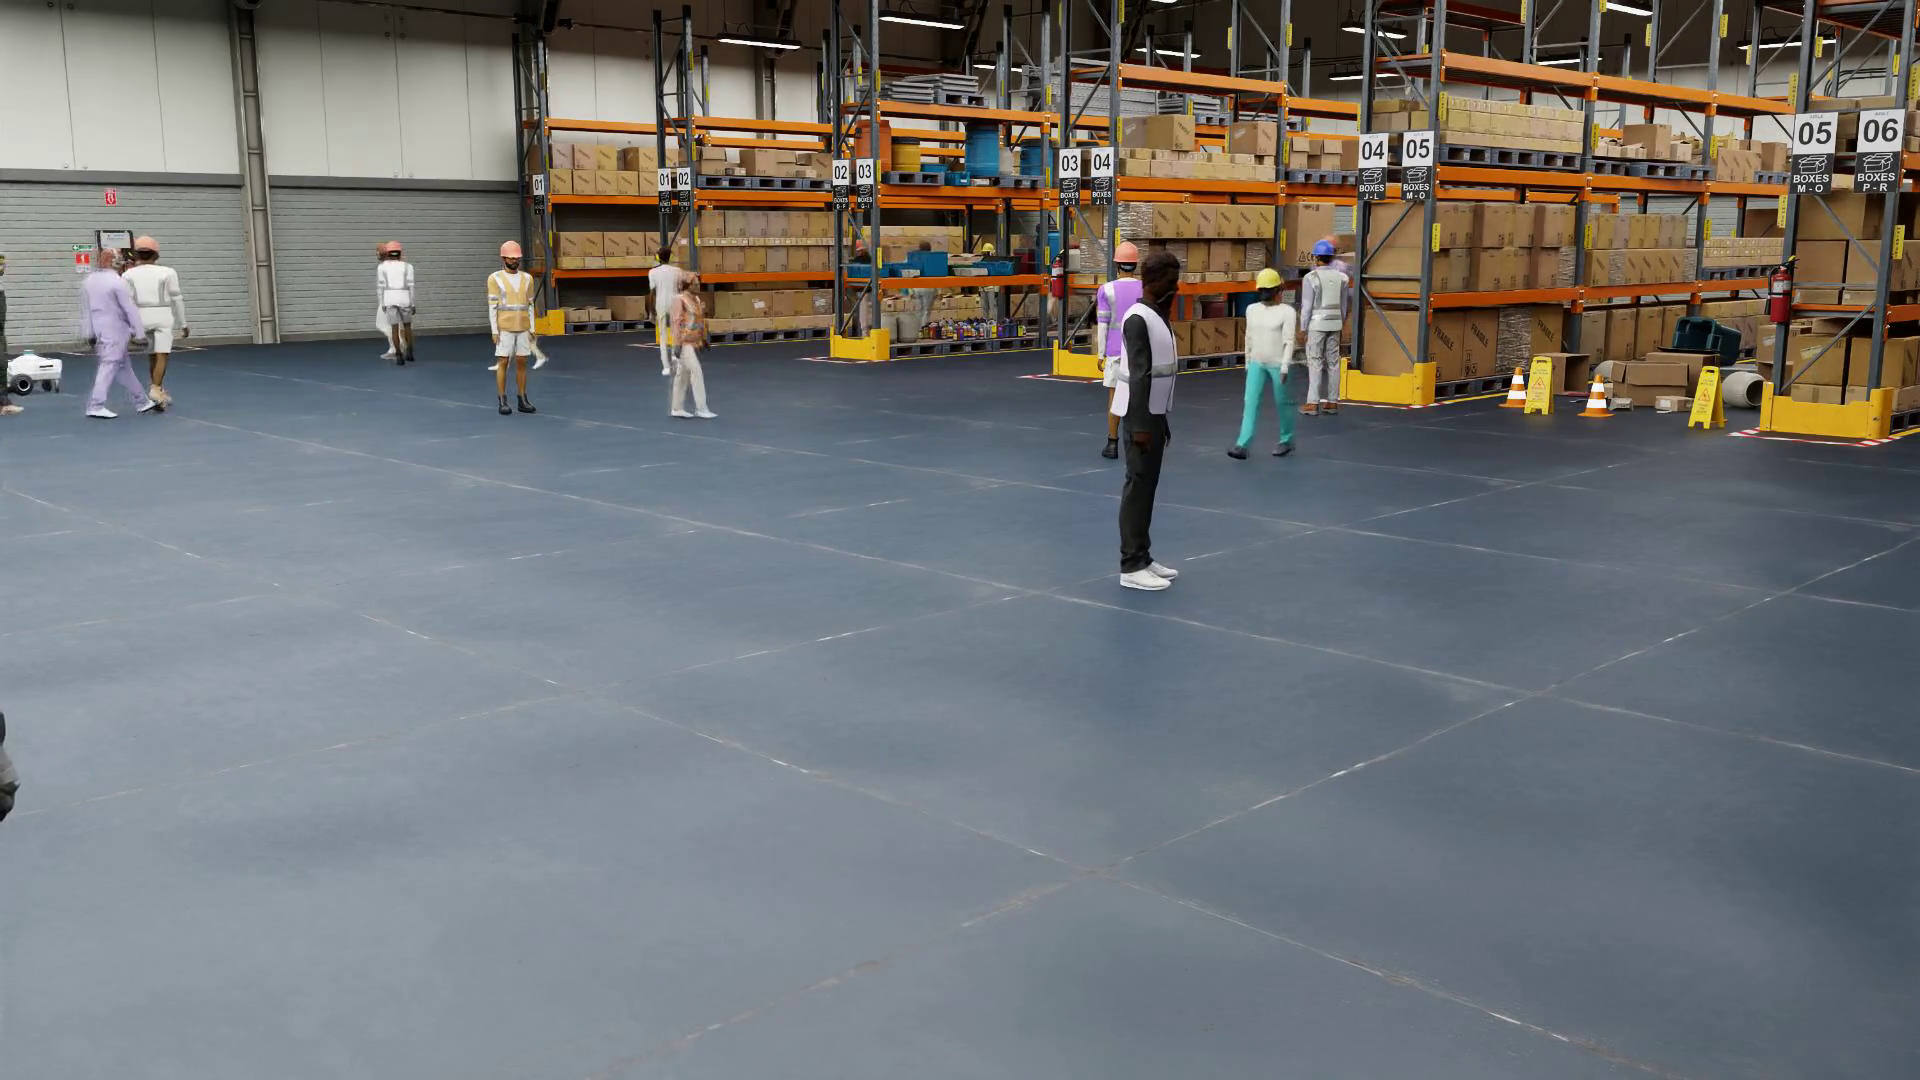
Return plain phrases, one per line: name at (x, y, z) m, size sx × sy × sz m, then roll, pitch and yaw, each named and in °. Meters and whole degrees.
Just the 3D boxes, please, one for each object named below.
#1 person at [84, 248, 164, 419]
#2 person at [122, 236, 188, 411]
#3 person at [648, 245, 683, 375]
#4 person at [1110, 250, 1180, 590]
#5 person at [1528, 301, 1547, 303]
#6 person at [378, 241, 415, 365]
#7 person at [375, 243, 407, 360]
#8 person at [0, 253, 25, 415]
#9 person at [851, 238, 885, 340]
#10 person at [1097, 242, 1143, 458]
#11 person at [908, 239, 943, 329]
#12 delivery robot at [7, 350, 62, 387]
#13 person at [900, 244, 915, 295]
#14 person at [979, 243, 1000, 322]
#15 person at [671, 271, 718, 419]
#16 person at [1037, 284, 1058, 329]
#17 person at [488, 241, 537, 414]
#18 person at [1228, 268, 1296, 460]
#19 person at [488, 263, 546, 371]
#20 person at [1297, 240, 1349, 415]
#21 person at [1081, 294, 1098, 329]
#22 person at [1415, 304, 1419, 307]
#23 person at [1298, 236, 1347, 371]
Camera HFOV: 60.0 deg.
person at (-9.311, -2.297, 18.447) m, size 0.668 × 1.855 × 0.985 m, roll 7°, pitch 12°, yaw 33°
person at (-9.322, -2.504, 19.198) m, size 0.618 × 2.006 × 1.013 m, roll -1°, pitch 10°, yaw -6°
person at (-4.214, -3.307, 23.952) m, size 0.548 × 1.859 × 0.437 m, roll -3°, pitch 11°, yaw -17°
person at (1.072, -0.695, 9.563) m, size 0.390 × 1.916 × 0.587 m, roll 3°, pitch 11°, yaw 17°
person at (9.877, -4.072, 28.306) m, size 0.961 × 1.780 × 0.649 m, roll 1°, pitch 10°, yaw 6°
person at (-8.812, -3.724, 26.087) m, size 0.539 × 1.904 × 0.789 m, roll -3°, pitch 11°, yaw -15°
person at (-9.254, -3.870, 26.999) m, size 0.458 × 1.873 × 0.587 m, roll 1°, pitch 10°, yaw 6°
person at (-10.862, -2.307, 18.584) m, size 0.522 × 1.829 × 0.542 m, roll -2°, pitch 11°, yaw -11°
person at (-1.671, -4.683, 31.240) m, size 0.776 × 1.943 × 0.480 m, roll -4°, pitch 11°, yaw -19°
person at (1.502, -1.718, 15.068) m, size 0.545 × 1.942 × 0.354 m, roll -1°, pitch 10°, yaw -5°
person at (-0.635, -4.572, 30.696) m, size 0.646 × 1.924 × 0.476 m, roll 7°, pitch 13°, yaw 34°
delivery robot at (-11.925, -2.197, 21.322) m, size 0.477 × 0.478 × 0.707 m, roll 6°, pitch 12°, yaw 31°
person at (-1.078, -5.635, 36.796) m, size 0.579 × 1.817 × 0.881 m, roll 10°, pitch 14°, yaw 43°
person at (0.577, -5.141, 34.028) m, size 0.403 × 1.834 × 0.589 m, roll -9°, pitch 14°, yaw -41°
person at (-2.886, -2.118, 18.139) m, size 0.700 × 1.605 × 0.616 m, roll 2°, pitch 11°, yaw 9°
person at (1.929, -5.448, 35.406) m, size 0.627 × 1.951 × 1.027 m, roll 7°, pitch 13°, yaw 35°
person at (-5.046, -2.407, 18.836) m, size 0.547 × 1.938 × 0.379 m, roll -9°, pitch 13°, yaw -39°
person at (2.765, -1.575, 14.927) m, size 0.531 × 1.704 × 0.950 m, roll 8°, pitch 13°, yaw 37°
person at (-6.637, -3.345, 24.868) m, size 0.815 × 1.600 × 0.507 m, roll -5°, pitch 12°, yaw -26°
person at (4.071, -2.389, 18.703) m, size 0.603 × 1.949 × 0.389 m, roll -5°, pitch 11°, yaw -25°
person at (2.798, -5.352, 34.956) m, size 0.607 × 1.921 × 1.008 m, roll 7°, pitch 12°, yaw 32°
person at (7.520, -3.838, 26.669) m, size 0.588 × 1.927 × 0.370 m, roll -6°, pitch 12°, yaw -30°
person at (5.350, -3.462, 24.466) m, size 1.067 × 1.983 × 0.630 m, roll -7°, pitch 12°, yaw -33°
